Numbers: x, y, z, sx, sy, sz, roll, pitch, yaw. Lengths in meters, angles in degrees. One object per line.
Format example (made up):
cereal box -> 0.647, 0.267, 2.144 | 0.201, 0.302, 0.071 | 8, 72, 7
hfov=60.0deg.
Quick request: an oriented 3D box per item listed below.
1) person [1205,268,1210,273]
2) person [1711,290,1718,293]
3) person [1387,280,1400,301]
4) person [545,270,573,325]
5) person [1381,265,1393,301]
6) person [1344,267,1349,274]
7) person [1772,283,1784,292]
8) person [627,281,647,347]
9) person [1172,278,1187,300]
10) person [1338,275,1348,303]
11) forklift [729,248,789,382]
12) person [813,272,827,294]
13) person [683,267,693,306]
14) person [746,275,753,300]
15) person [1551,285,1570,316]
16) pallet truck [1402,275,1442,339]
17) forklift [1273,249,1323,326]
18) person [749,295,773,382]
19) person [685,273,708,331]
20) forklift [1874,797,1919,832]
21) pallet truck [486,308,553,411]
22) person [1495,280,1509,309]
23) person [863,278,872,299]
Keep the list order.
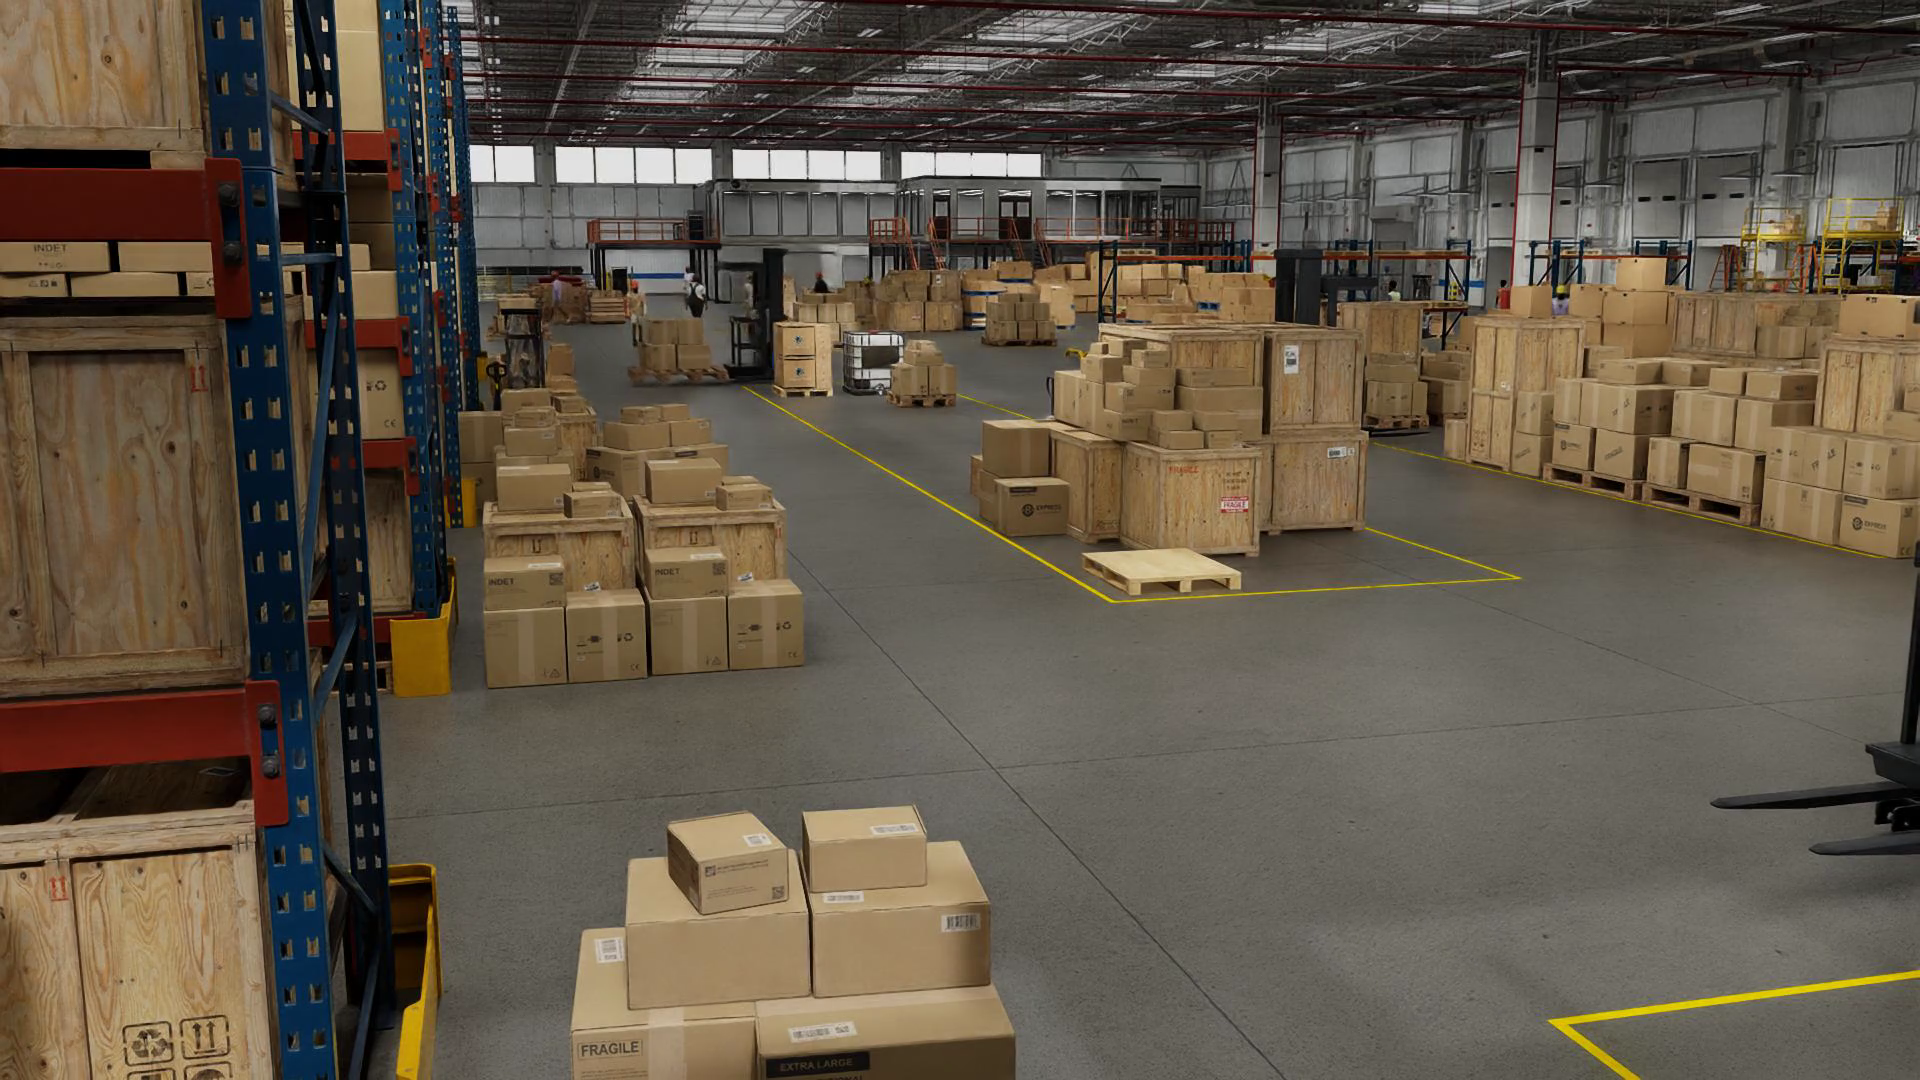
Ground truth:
person -> 12.049, -12.373, 81.314 | 0.953, 1.806, 0.642 | -6, 12, -31
person -> 18.118, -5.119, 40.143 | 0.505, 1.832, 0.709 | 0, 10, 1
person -> 12.082, -6.277, 46.440 | 0.375, 1.917, 0.599 | 8, 13, 37
person -> -14.639, -8.818, 60.604 | 0.997, 2.007, 0.623 | 0, 10, 1
person -> 20.739, -12.367, 80.837 | 0.608, 1.946, 0.406 | 7, 12, 35
person -> 18.491, -12.133, 79.666 | 0.813, 1.888, 0.611 | 9, 14, 42
person -> 21.571, -5.897, 44.325 | 0.542, 1.904, 0.795 | -4, 11, -23
person -> -9.309, -6.514, 47.915 | 0.550, 1.882, 1.025 | -2, 10, -12
person -> 6.513, -6.691, 48.730 | 0.635, 1.936, 0.354 | 0, 10, -2
person -> 14.171, -8.766, 60.819 | 0.629, 1.826, 0.567 | -3, 10, -16
forklift -> -3.924, -4.790, 35.297 | 1.873, 2.768, 1.129 | -3, 10, -15
person -> -5.142, -8.778, 60.529 | 1.013, 1.938, 0.625 | 5, 11, 26
person -> -13.166, -12.287, 80.573 | 0.572, 1.883, 0.356 | 5, 11, 25
person -> -7.473, -8.531, 59.401 | 0.460, 1.853, 0.535 | 6, 12, 29
person -> 14.875, -5.365, 41.260 | 0.594, 1.922, 0.384 | 4, 11, 21
pallet truck -> 14.620, -7.324, 52.145 | 0.823, 1.965, 1.885 | 8, 13, 40
forklift -> 4.855, -2.824, 24.162 | 1.873, 2.768, 1.129 | -3, 10, -15
person -> -4.182, -4.250, 35.156 | 0.571, 1.840, 0.781 | -4, 11, -20
person -> -8.724, -7.879, 55.164 | 0.699, 2.000, 1.031 | 3, 11, 18
forklift -> 5.540, 0.092, 7.650 | 1.873, 2.768, 1.129 | -3, 10, -15
pallet truck -> -6.242, -2.418, 24.362 | 0.823, 1.965, 1.885 | 1, 10, 3
person -> 19.079, -8.297, 58.506 | 0.537, 1.695, 0.321 | -2, 10, -9
person -> -3.177, -8.338, 58.592 | 0.532, 1.745, 0.536 | -3, 10, -16
